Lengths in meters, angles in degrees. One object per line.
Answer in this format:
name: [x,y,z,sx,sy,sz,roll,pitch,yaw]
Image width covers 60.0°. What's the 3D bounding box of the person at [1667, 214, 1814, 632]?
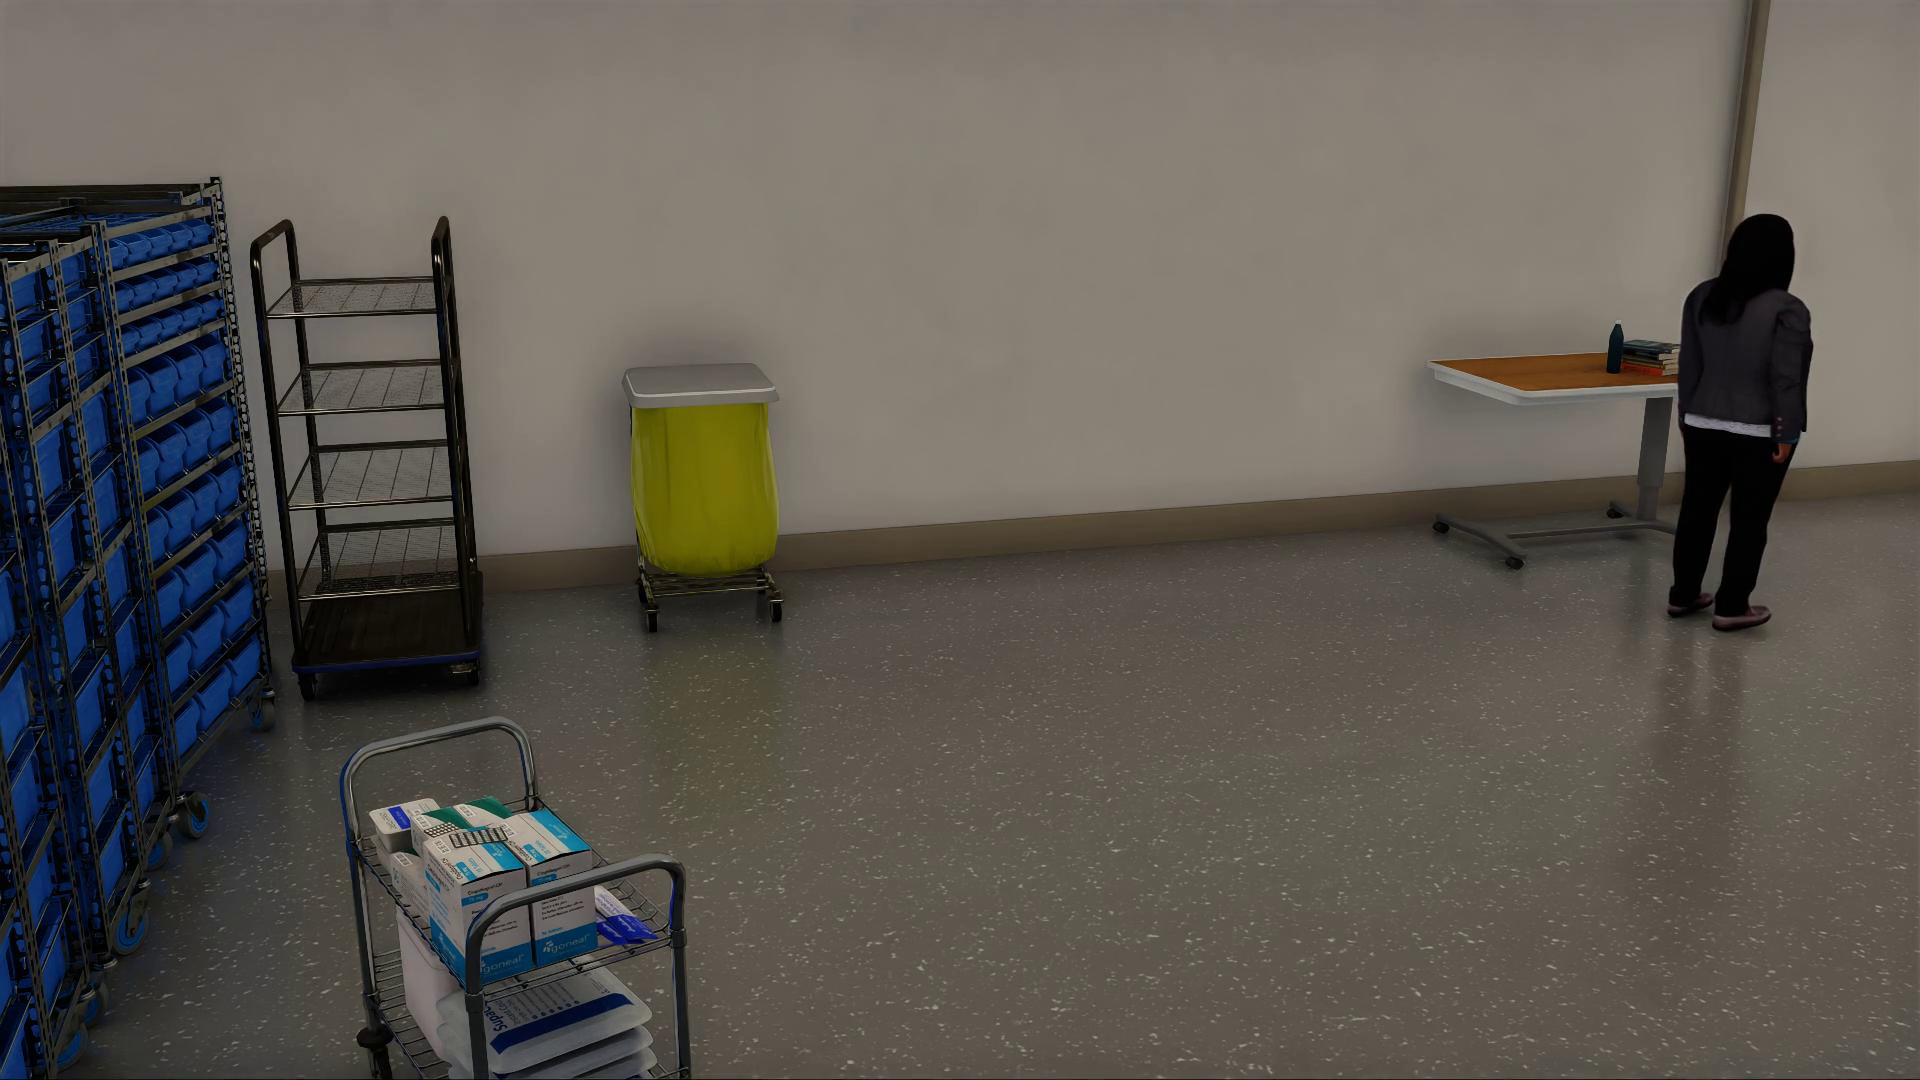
person: [2.997,-0.447,6.412,0.750,1.599,0.745,-9,18,-30]
